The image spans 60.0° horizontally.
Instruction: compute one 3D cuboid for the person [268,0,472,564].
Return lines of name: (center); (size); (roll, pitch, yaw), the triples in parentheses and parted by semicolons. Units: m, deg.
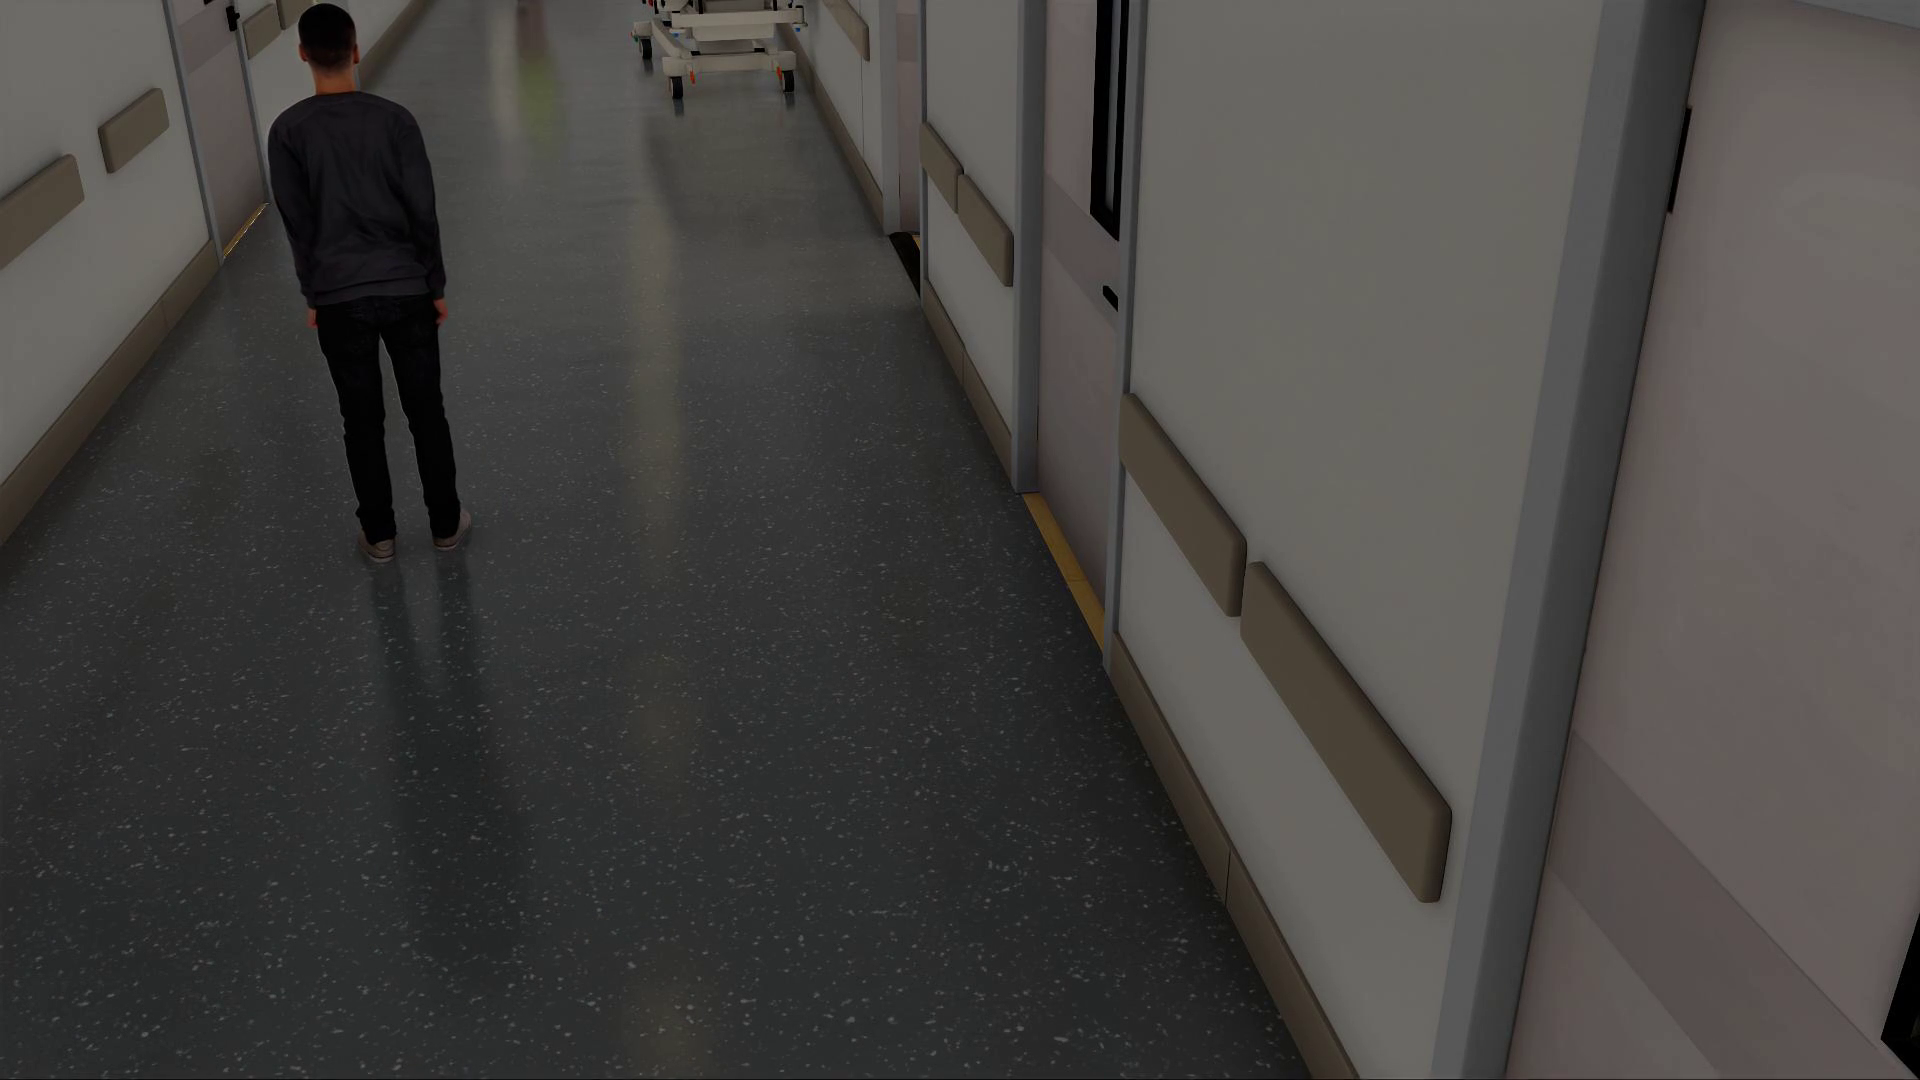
person: (-1.848, -0.775, 5.234); (0.539, 1.761, 0.714); (-9, 27, -18)
